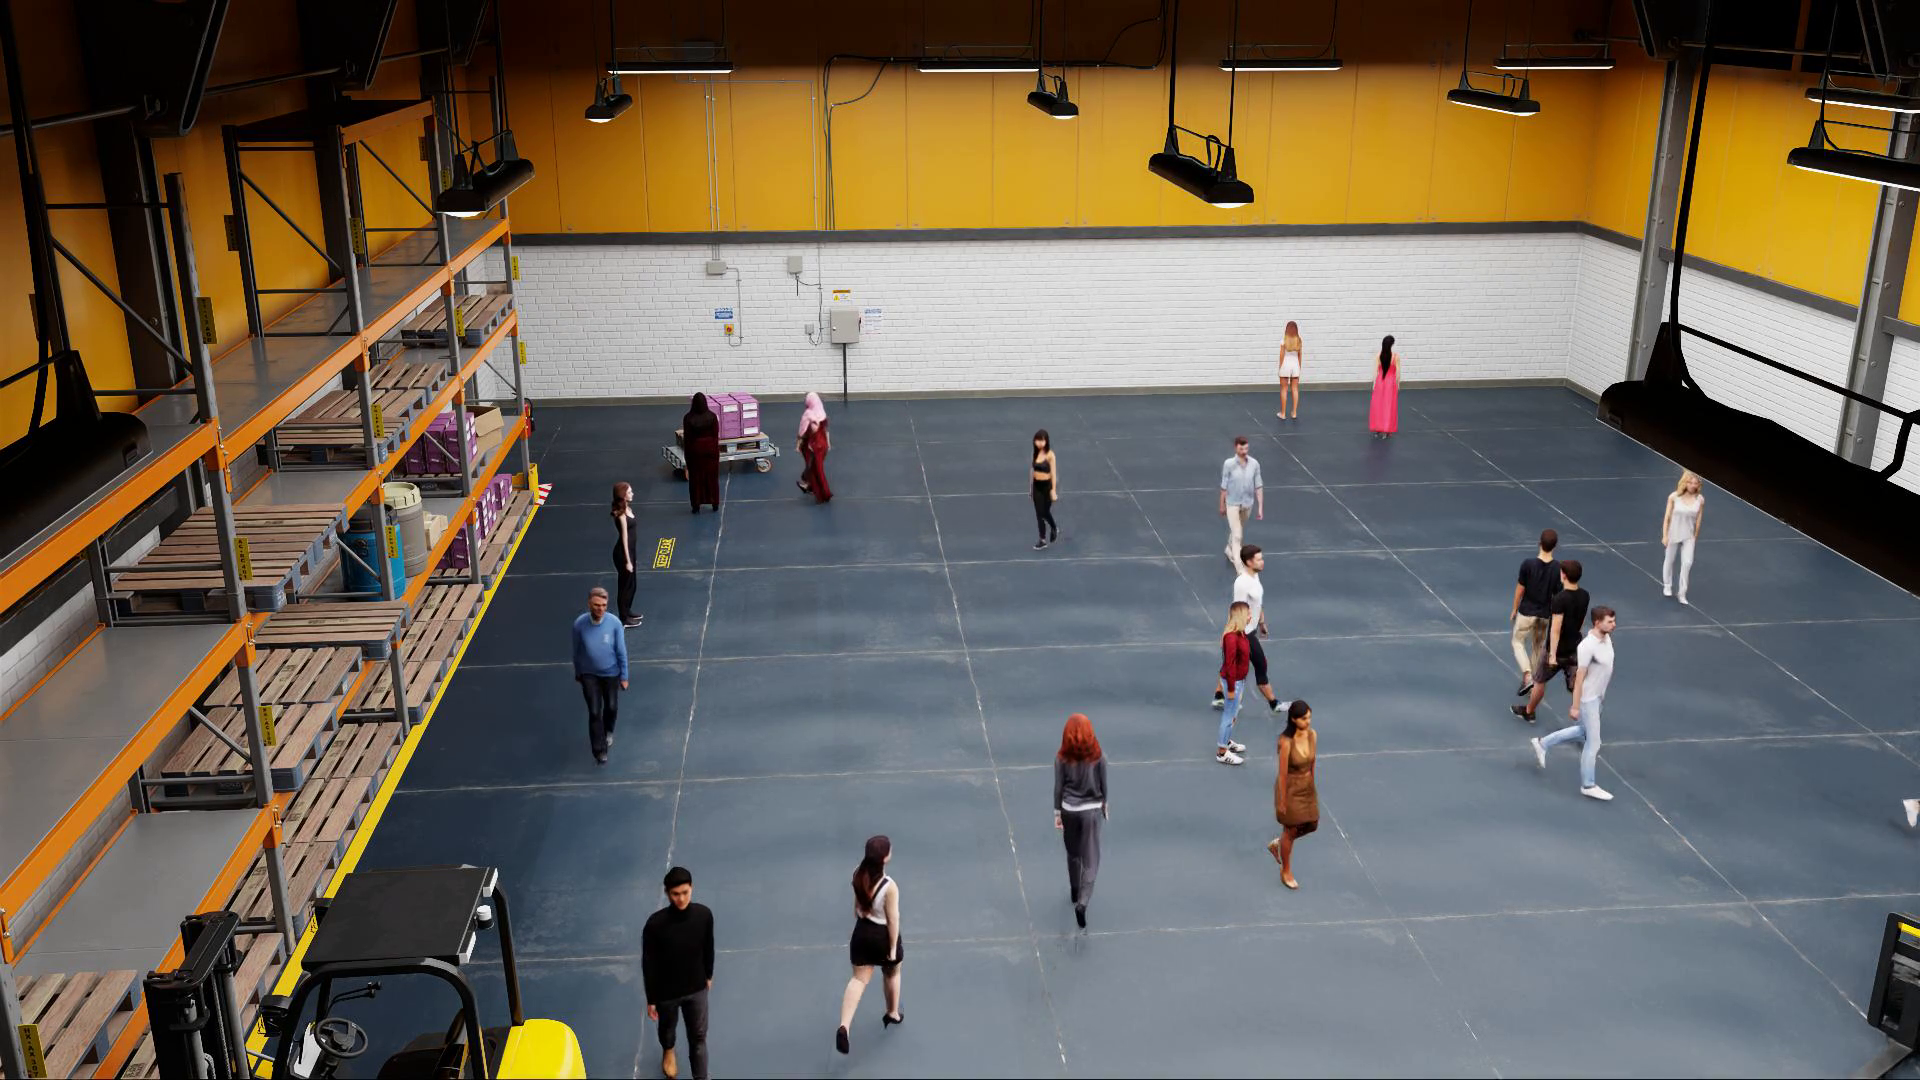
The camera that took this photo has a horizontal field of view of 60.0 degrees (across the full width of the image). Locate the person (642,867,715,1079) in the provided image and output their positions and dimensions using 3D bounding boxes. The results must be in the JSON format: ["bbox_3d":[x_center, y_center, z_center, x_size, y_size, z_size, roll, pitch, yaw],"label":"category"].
[{"bbox_3d":[-1.916,2.956,11.215,0.839,1.689,1.159,-7,20,-19],"label":"person"}]

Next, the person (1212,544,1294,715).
[{"bbox_3d":[2.847,0.925,17.053,1.080,1.812,1.187,7,20,19],"label":"person"}]

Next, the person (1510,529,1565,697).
[{"bbox_3d":[6.022,0.808,17.357,0.737,1.839,0.896,2,19,5],"label":"person"}]

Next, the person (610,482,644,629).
[{"bbox_3d":[-3.919,0.164,19.418,0.632,1.745,0.467,0,19,0],"label":"person"}]

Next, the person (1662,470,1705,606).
[{"bbox_3d":[8.777,-0.082,20.307,0.784,1.643,0.997,5,19,15],"label":"person"}]

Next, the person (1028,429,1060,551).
[{"bbox_3d":[1.157,-0.690,22.120,0.778,1.638,0.840,14,23,36],"label":"person"}]

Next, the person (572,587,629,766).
[{"bbox_3d":[-3.498,1.259,16.156,0.779,1.751,1.212,-4,19,-10],"label":"person"}]

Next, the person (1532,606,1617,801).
[{"bbox_3d":[5.747,1.461,15.439,1.182,1.826,1.107,16,24,40],"label":"person"}]

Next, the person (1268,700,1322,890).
[{"bbox_3d":[2.729,2.085,13.823,0.741,1.675,0.814,-13,23,-34],"label":"person"}]

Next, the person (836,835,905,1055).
[{"bbox_3d":[-0.648,2.847,11.641,0.922,1.624,1.087,10,21,28],"label":"person"}]

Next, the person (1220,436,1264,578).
[{"bbox_3d":[3.531,-0.449,21.169,0.744,1.789,1.300,-4,19,-12],"label":"person"}]

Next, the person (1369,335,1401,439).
[{"bbox_3d":[7.034,-2.534,27.459,0.709,1.727,0.726,8,20,23],"label":"person"}]

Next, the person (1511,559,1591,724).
[{"bbox_3d":[6.056,1.127,16.450,0.957,1.814,1.299,-9,21,-25],"label":"person"}]

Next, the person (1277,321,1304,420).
[{"bbox_3d":[5.697,-2.948,28.735,0.557,1.696,0.542,-2,19,-6],"label":"person"}]

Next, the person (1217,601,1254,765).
[{"bbox_3d":[2.639,1.355,16.058,0.709,1.631,0.541,4,19,13],"label":"person"}]

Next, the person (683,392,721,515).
[{"bbox_3d":[-3.645,-1.235,23.550,0.719,1.758,0.683,-6,20,-19],"label":"person"}]

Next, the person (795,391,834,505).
[{"bbox_3d":[-2.051,-1.332,24.051,1.155,1.623,1.082,16,24,39],"label":"person"}]

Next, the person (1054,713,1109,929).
[{"bbox_3d":[0.964,2.237,13.239,0.788,1.759,1.115,3,19,10],"label":"person"}]
